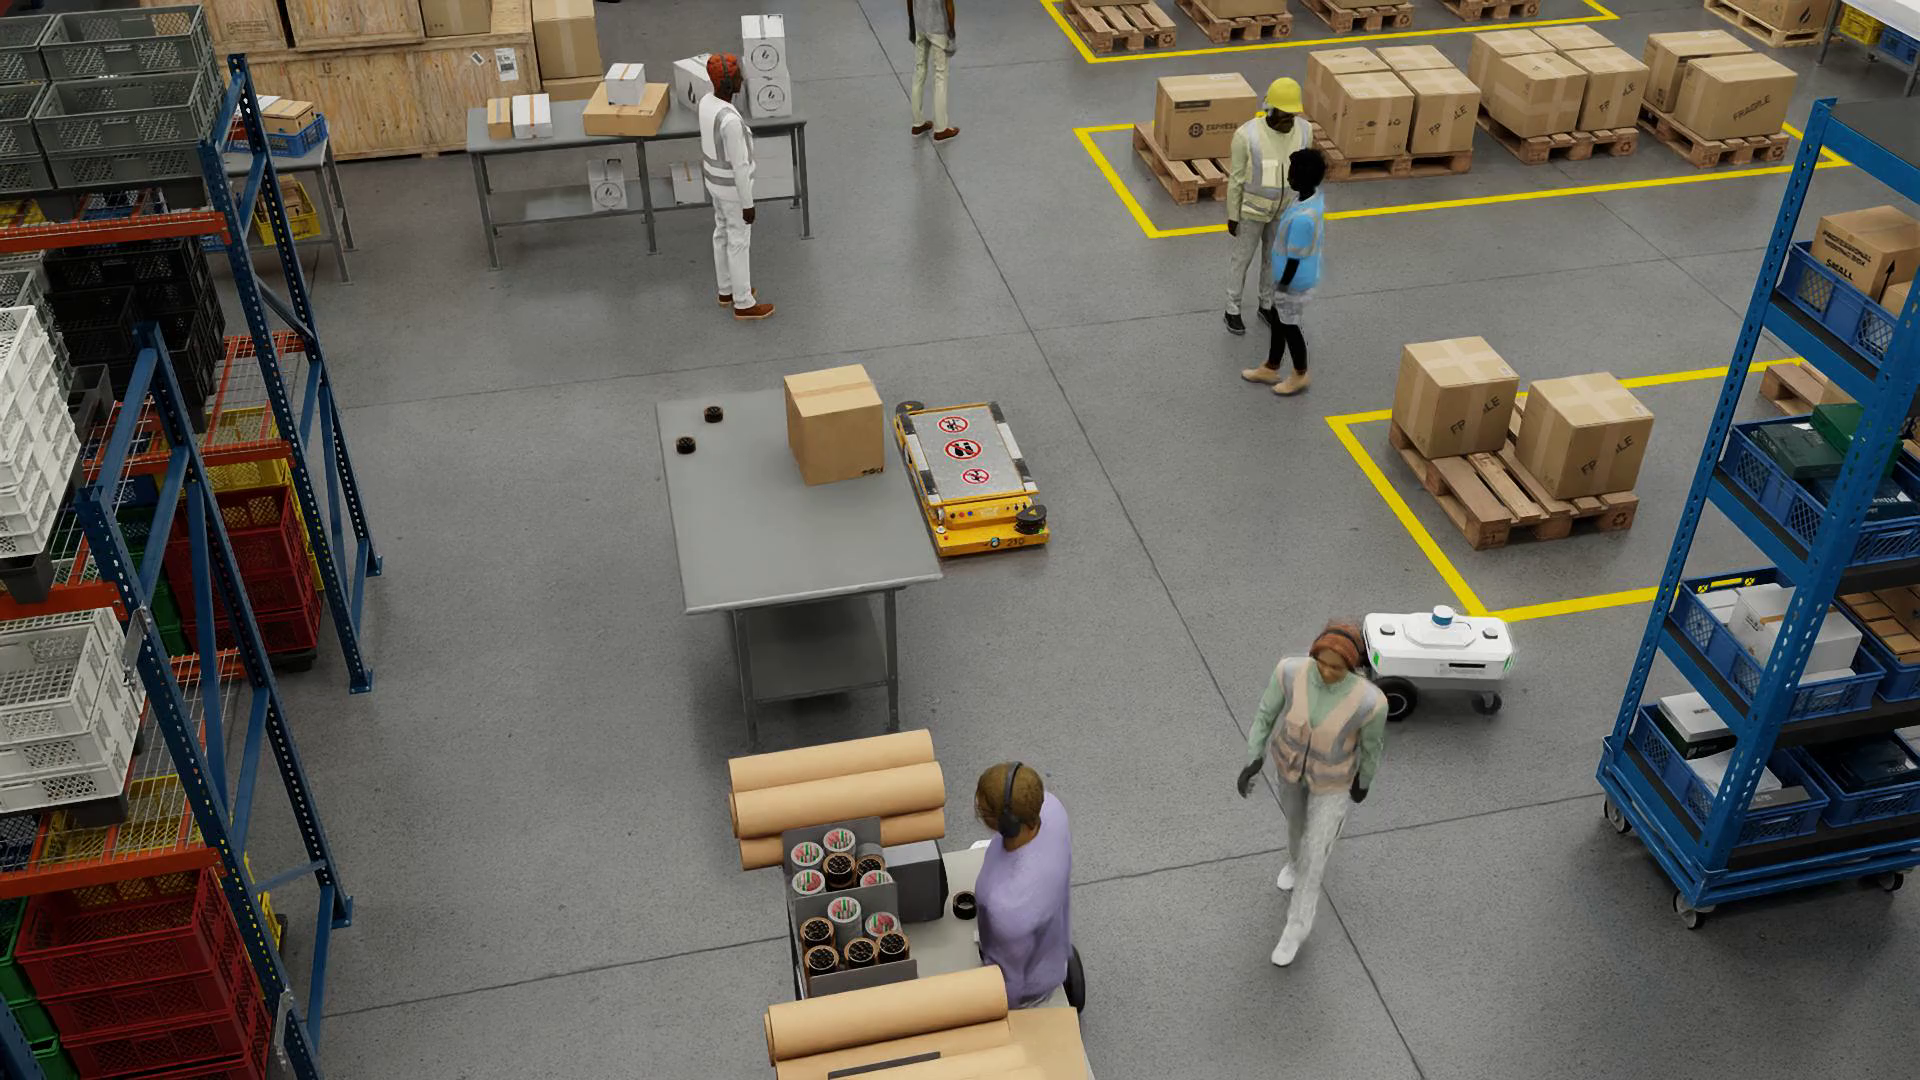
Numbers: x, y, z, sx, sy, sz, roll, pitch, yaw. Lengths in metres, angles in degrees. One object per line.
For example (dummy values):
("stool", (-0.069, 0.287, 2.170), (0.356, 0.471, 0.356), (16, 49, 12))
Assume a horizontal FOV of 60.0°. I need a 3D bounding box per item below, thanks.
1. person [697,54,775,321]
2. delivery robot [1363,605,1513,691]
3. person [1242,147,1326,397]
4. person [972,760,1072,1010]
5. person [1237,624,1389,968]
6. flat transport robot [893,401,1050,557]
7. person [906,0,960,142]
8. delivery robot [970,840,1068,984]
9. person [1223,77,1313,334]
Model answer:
("person", (-1.564, -2.418, 11.439), (0.350, 1.882, 0.583), (-19, 41, -24))
("delivery robot", (2.427, 0.549, 8.481), (0.707, 0.478, 0.477), (2, 37, 2))
("person", (2.119, -1.697, 10.633), (0.458, 1.692, 0.546), (8, 37, 11))
("person", (0.218, 1.543, 6.082), (0.371, 1.931, 0.627), (9, 38, 11))
("person", (1.454, 1.033, 7.035), (0.519, 1.605, 0.737), (22, 42, 27))
("flat transport robot", (0.046, -0.430, 10.108), (0.652, 0.197, 1.431), (-8, 37, -10))
("person", (-0.231, -4.280, 13.967), (0.498, 1.858, 0.326), (23, 42, 28))
("delivery robot", (0.235, 1.591, 7.081), (0.477, 0.478, 0.707), (-5, 37, -6))
("person", (2.090, -2.263, 11.284), (0.595, 1.827, 0.403), (-10, 38, -13))
